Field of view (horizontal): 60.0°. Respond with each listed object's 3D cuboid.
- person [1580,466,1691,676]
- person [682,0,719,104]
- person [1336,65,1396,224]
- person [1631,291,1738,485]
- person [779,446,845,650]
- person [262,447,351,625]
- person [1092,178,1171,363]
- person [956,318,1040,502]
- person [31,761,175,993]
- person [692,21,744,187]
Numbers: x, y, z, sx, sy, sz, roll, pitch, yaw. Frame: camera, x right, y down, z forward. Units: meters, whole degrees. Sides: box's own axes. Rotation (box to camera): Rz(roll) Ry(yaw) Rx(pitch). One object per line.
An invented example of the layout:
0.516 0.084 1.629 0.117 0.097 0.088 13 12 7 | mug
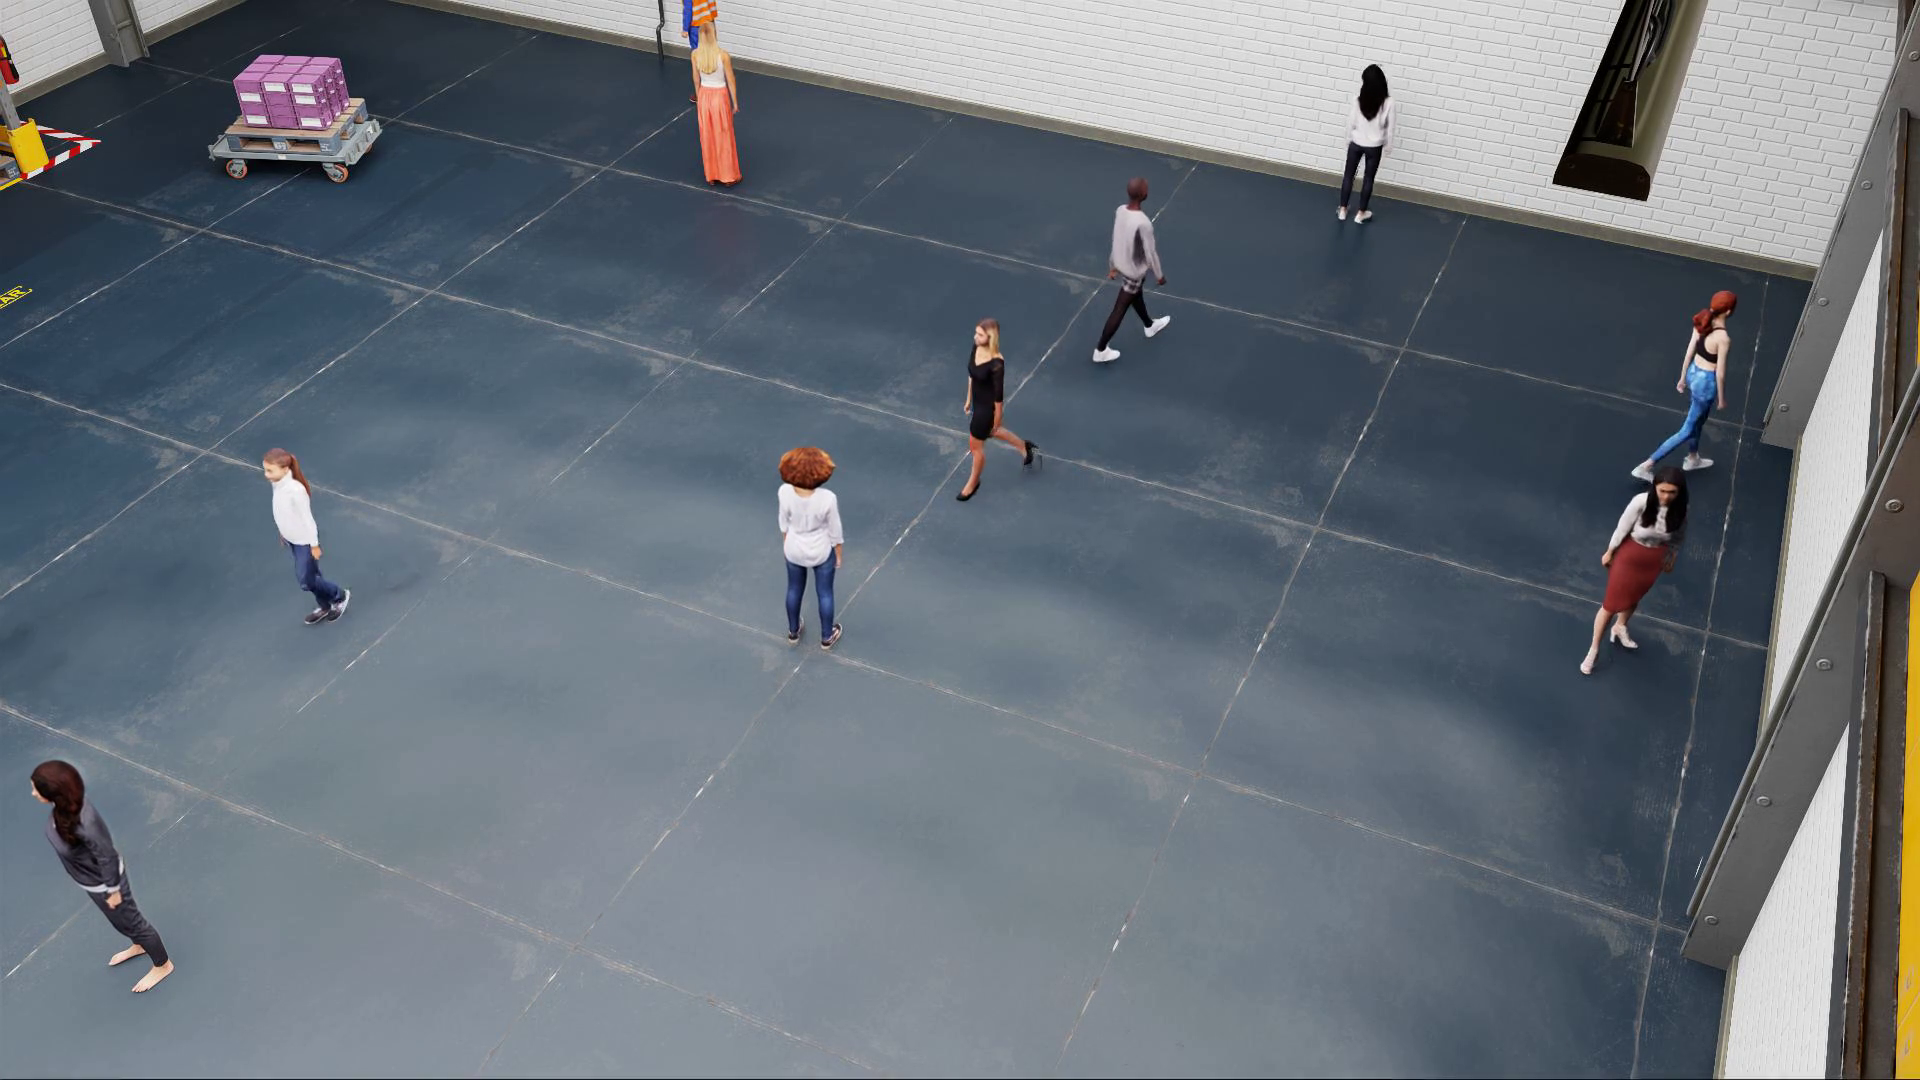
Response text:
4.817 0.151 11.778 0.818 1.736 0.859 -2 39 -3 | person
-3.032 -6.039 19.427 0.764 1.864 0.575 21 43 25 | person
4.182 -4.074 17.107 0.648 1.689 0.555 20 43 23 | person
5.917 -1.179 13.427 1.024 1.757 1.064 -7 39 -8 | person
-1.074 0.062 11.912 0.683 1.708 0.653 8 39 9 | person
-4.754 -0.061 12.193 0.607 1.551 0.651 26 46 29 | person
1.459 -2.379 14.956 1.238 1.725 1.079 -19 42 -22 | person
0.281 -1.085 13.393 1.062 1.653 0.959 -16 41 -19 | person
-4.941 1.907 9.555 0.669 1.768 0.621 30 47 32 | person
-2.615 -4.643 17.728 0.656 1.803 0.620 10 40 13 | person
